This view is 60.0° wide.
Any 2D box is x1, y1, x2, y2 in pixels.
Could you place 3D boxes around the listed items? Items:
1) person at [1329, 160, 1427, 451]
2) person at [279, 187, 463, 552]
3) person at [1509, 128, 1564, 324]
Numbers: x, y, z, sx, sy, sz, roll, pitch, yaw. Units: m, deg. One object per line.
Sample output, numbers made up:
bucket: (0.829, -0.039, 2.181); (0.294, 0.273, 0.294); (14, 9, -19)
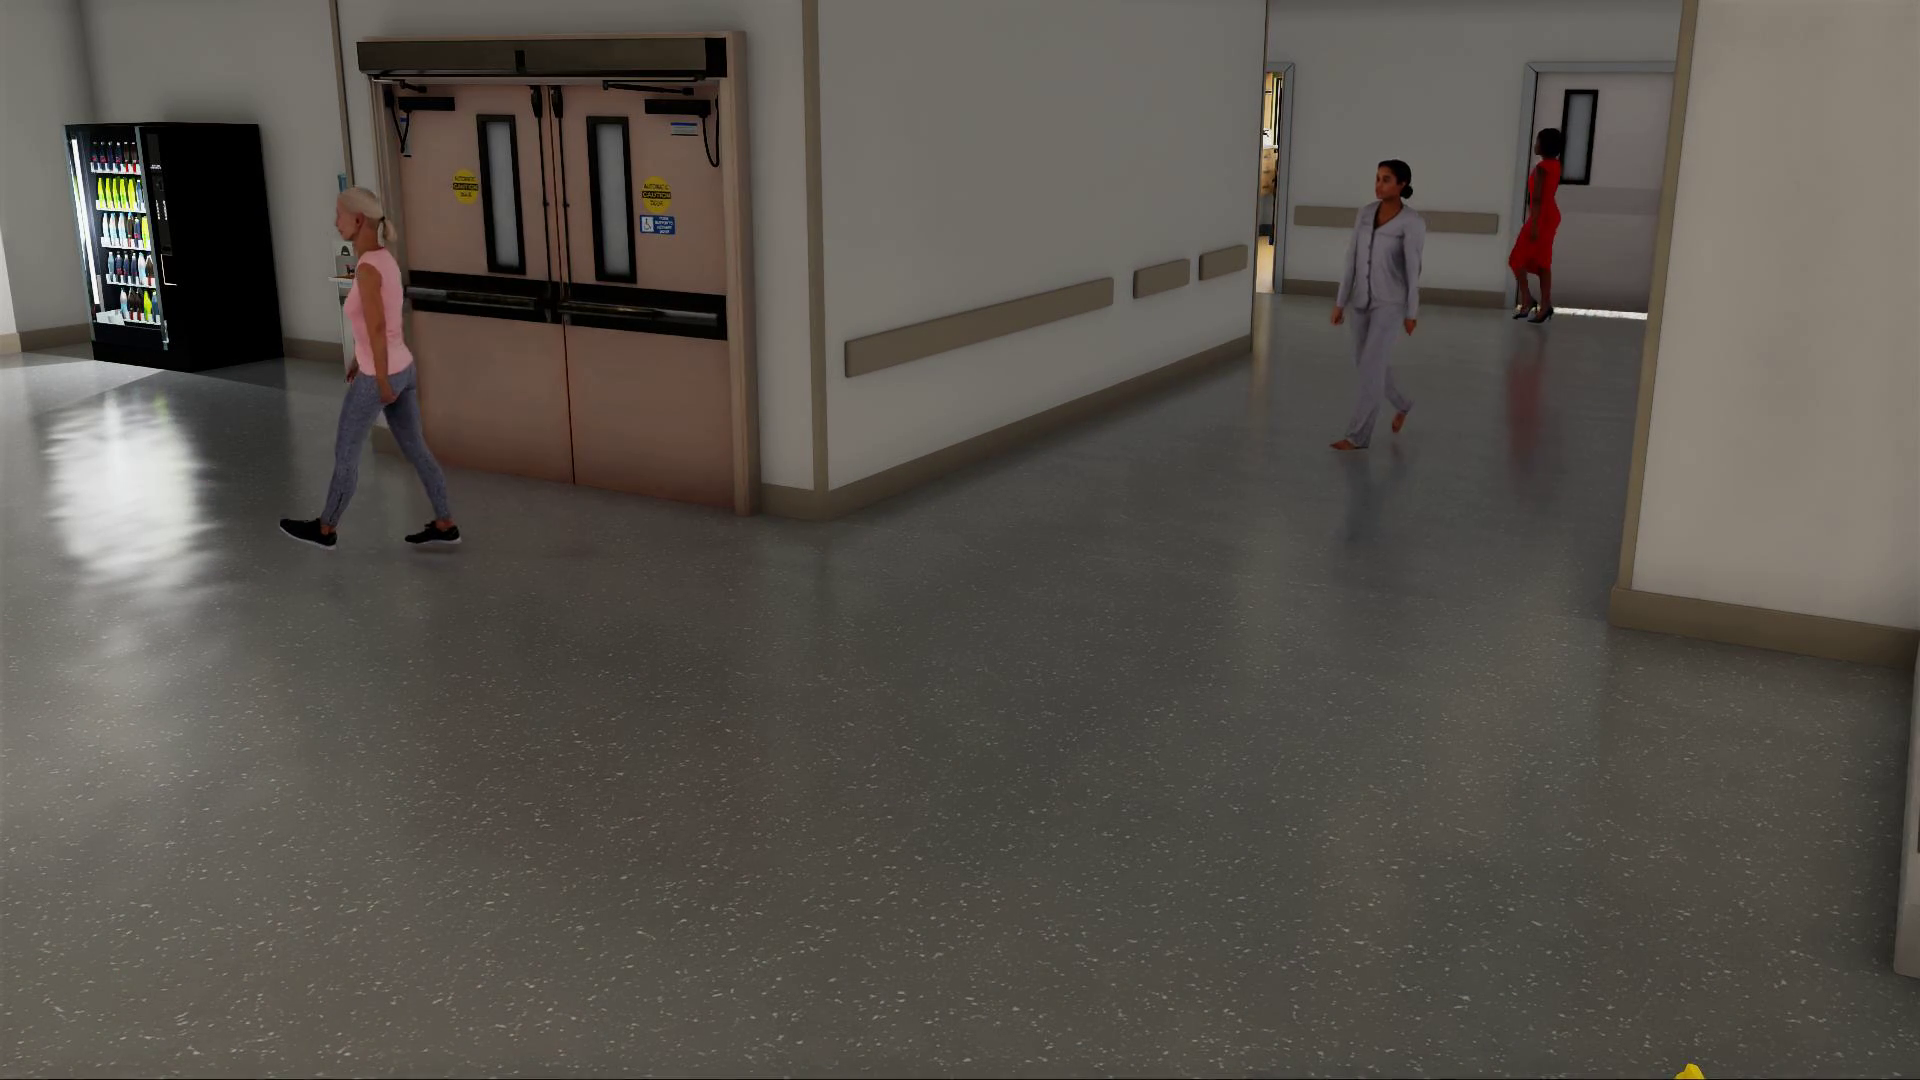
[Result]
person: (2.589, -1.414, 10.065); (0.988, 1.709, 1.138); (-12, 19, -35)
person: (-2.617, -0.759, 7.778); (1.100, 1.689, 0.861); (1, 16, 2)
person: (5.295, -2.794, 14.919); (0.682, 1.731, 0.645); (13, 20, 38)
